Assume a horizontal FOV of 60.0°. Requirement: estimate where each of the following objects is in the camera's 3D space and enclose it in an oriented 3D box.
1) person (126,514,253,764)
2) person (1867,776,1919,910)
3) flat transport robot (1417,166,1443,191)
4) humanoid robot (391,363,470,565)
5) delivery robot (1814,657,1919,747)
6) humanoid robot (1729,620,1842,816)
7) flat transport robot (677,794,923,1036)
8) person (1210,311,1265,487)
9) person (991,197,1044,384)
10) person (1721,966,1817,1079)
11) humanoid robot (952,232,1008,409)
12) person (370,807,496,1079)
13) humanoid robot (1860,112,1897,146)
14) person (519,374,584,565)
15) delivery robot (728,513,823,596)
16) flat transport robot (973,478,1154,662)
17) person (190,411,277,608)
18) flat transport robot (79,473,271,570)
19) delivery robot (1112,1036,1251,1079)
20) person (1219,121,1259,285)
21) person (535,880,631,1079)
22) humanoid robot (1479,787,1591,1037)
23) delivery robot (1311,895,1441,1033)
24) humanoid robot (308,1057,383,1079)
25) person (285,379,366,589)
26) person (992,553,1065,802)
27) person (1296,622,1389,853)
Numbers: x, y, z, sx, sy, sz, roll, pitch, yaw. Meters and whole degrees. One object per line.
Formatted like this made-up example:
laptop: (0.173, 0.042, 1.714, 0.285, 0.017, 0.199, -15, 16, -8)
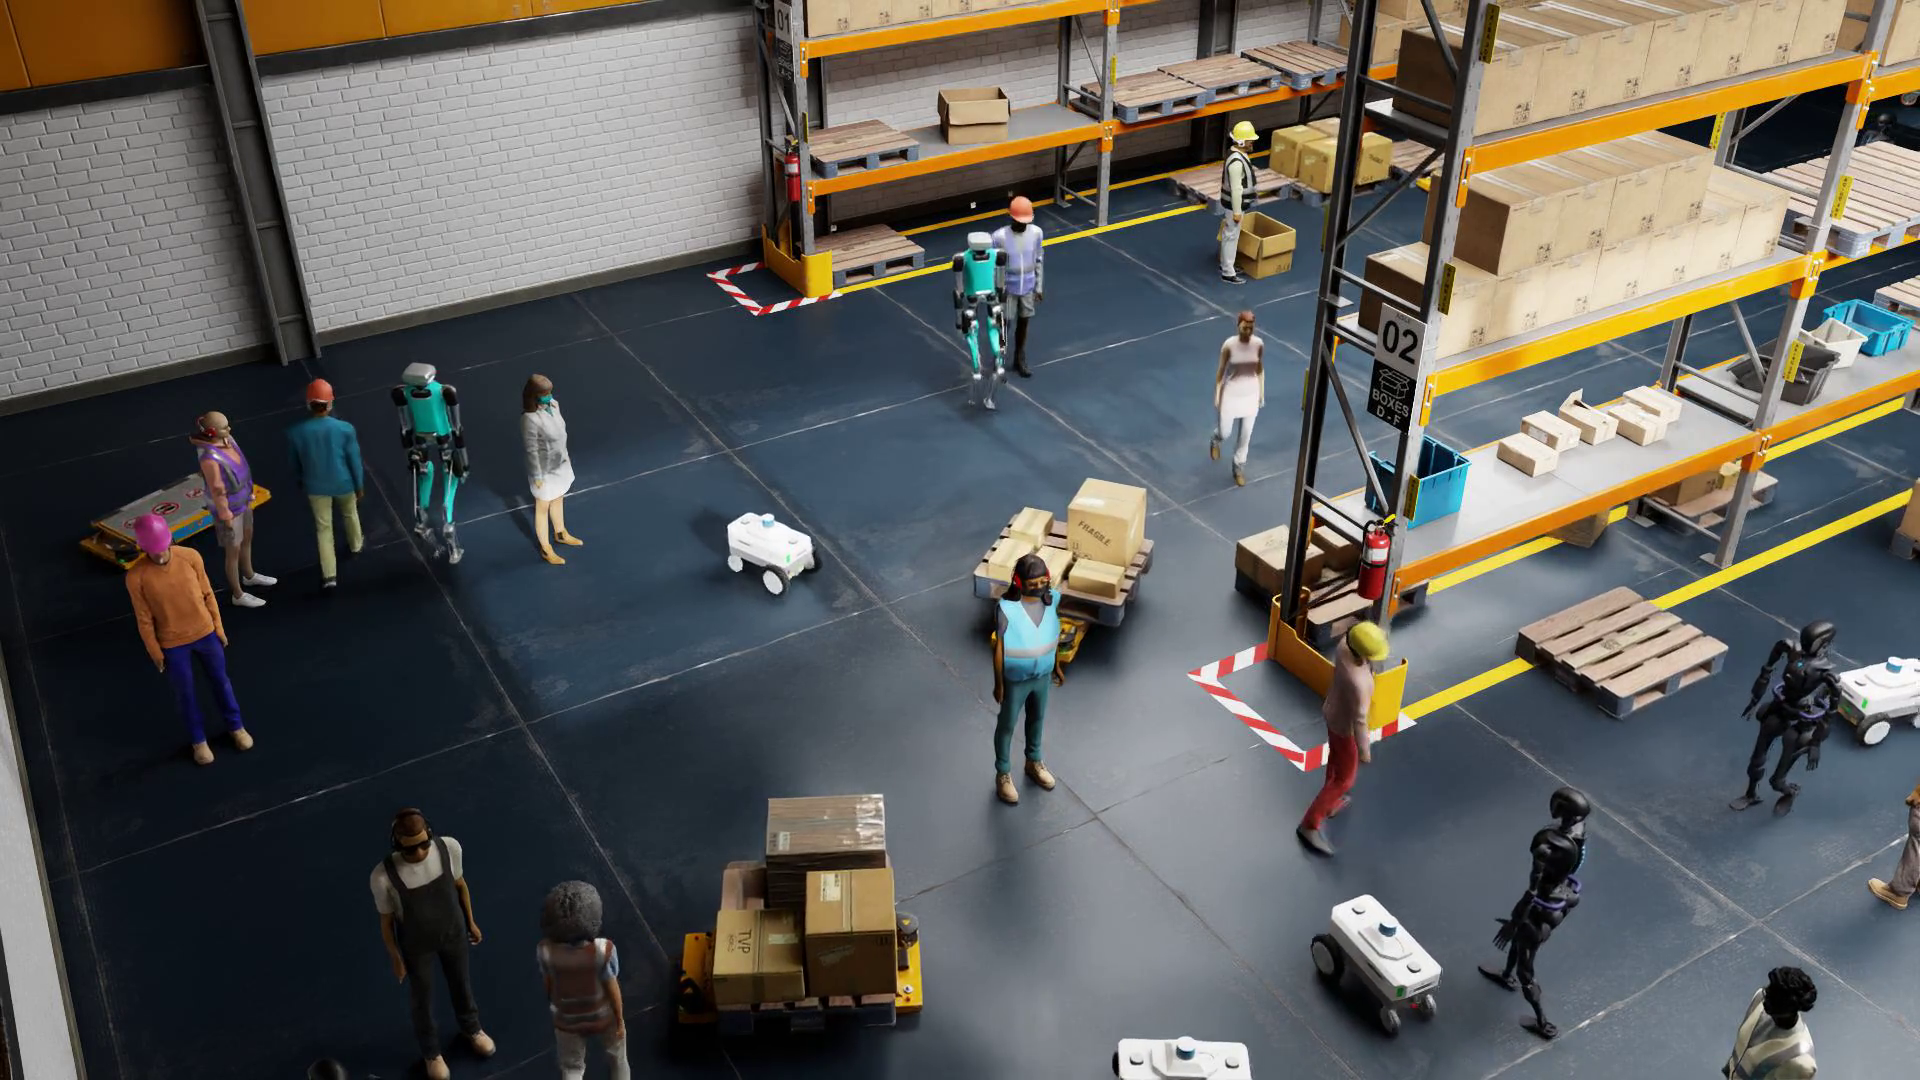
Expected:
person: (-5.327, 0.661, 11.431, 0.516, 1.974, 0.397, -24, 39, -33)
person: (6.057, 1.525, 10.233, 0.461, 1.777, 0.310, -11, 34, -17)
flat transport robot: (6.700, -4.672, 21.535, 1.431, 0.231, 0.659, -13, 34, -19)
humanoid robot: (-4.300, -0.524, 13.527, 0.540, 1.779, 0.711, 2, 32, 3)
delivery robot: (6.686, 1.114, 12.031, 0.777, 0.587, 0.499, -9, 33, -14)
humanoid robot: (5.448, 1.159, 10.906, 0.410, 1.637, 0.609, -16, 35, -23)
flat transport robot: (-0.954, 2.565, 9.993, 1.431, 0.231, 0.659, -2, 32, -3)
person: (2.494, -1.304, 14.862, 0.455, 1.641, 0.492, -4, 32, -7)
person: (0.571, -2.496, 16.515, 0.567, 1.924, 0.398, -11, 34, -17)
person: (3.988, 2.774, 8.322, 0.320, 1.690, 0.533, 0, 32, 0)
humanoid robot: (0.249, -2.012, 15.918, 0.543, 1.803, 0.671, -8, 33, -13)
person: (-2.881, 2.185, 9.116, 0.504, 1.845, 0.346, -24, 39, -33)
humanoid robot: (10.575, -4.204, 19.465, 0.381, 1.648, 0.588, -7, 33, -10)
person: (-3.385, -0.603, 13.731, 0.339, 1.663, 0.481, 10, 34, 16)
delivery robot: (-1.566, 0.061, 13.707, 0.767, 0.583, 0.499, 21, 38, 30)
flat transport robot: (0.802, 0.461, 13.349, 0.659, 0.231, 1.431, 12, 34, 18)
person: (-5.758, -0.264, 13.174, 0.349, 1.684, 0.484, 0, 32, 0)
flat transport robot: (-6.802, -0.218, 14.431, 0.659, 0.231, 1.431, 19, 37, 28)
delivery robot: (1.204, 2.960, 9.098, 0.801, 0.598, 0.499, 1, 32, 2)
person: (3.115, -3.794, 18.663, 0.404, 1.833, 0.586, 3, 32, 5)
person: (-1.973, 2.532, 8.729, 0.429, 1.661, 0.695, -4, 32, -7)
humanoid robot: (3.290, 2.084, 9.463, 0.599, 1.649, 0.608, -27, 41, -36)
delivery robot: (2.497, 2.475, 9.886, 0.499, 0.614, 0.818, -14, 35, -21)
humanoid robot: (-2.824, 3.060, 7.865, 0.315, 1.657, 0.599, 18, 36, 26)
person: (-5.109, -0.459, 13.470, 0.580, 1.716, 0.817, -8, 33, -12)
person: (0.442, 0.899, 11.148, 0.527, 1.866, 0.391, -15, 35, -23)
person: (2.465, 1.211, 10.774, 0.485, 1.731, 0.626, -2, 32, -3)
